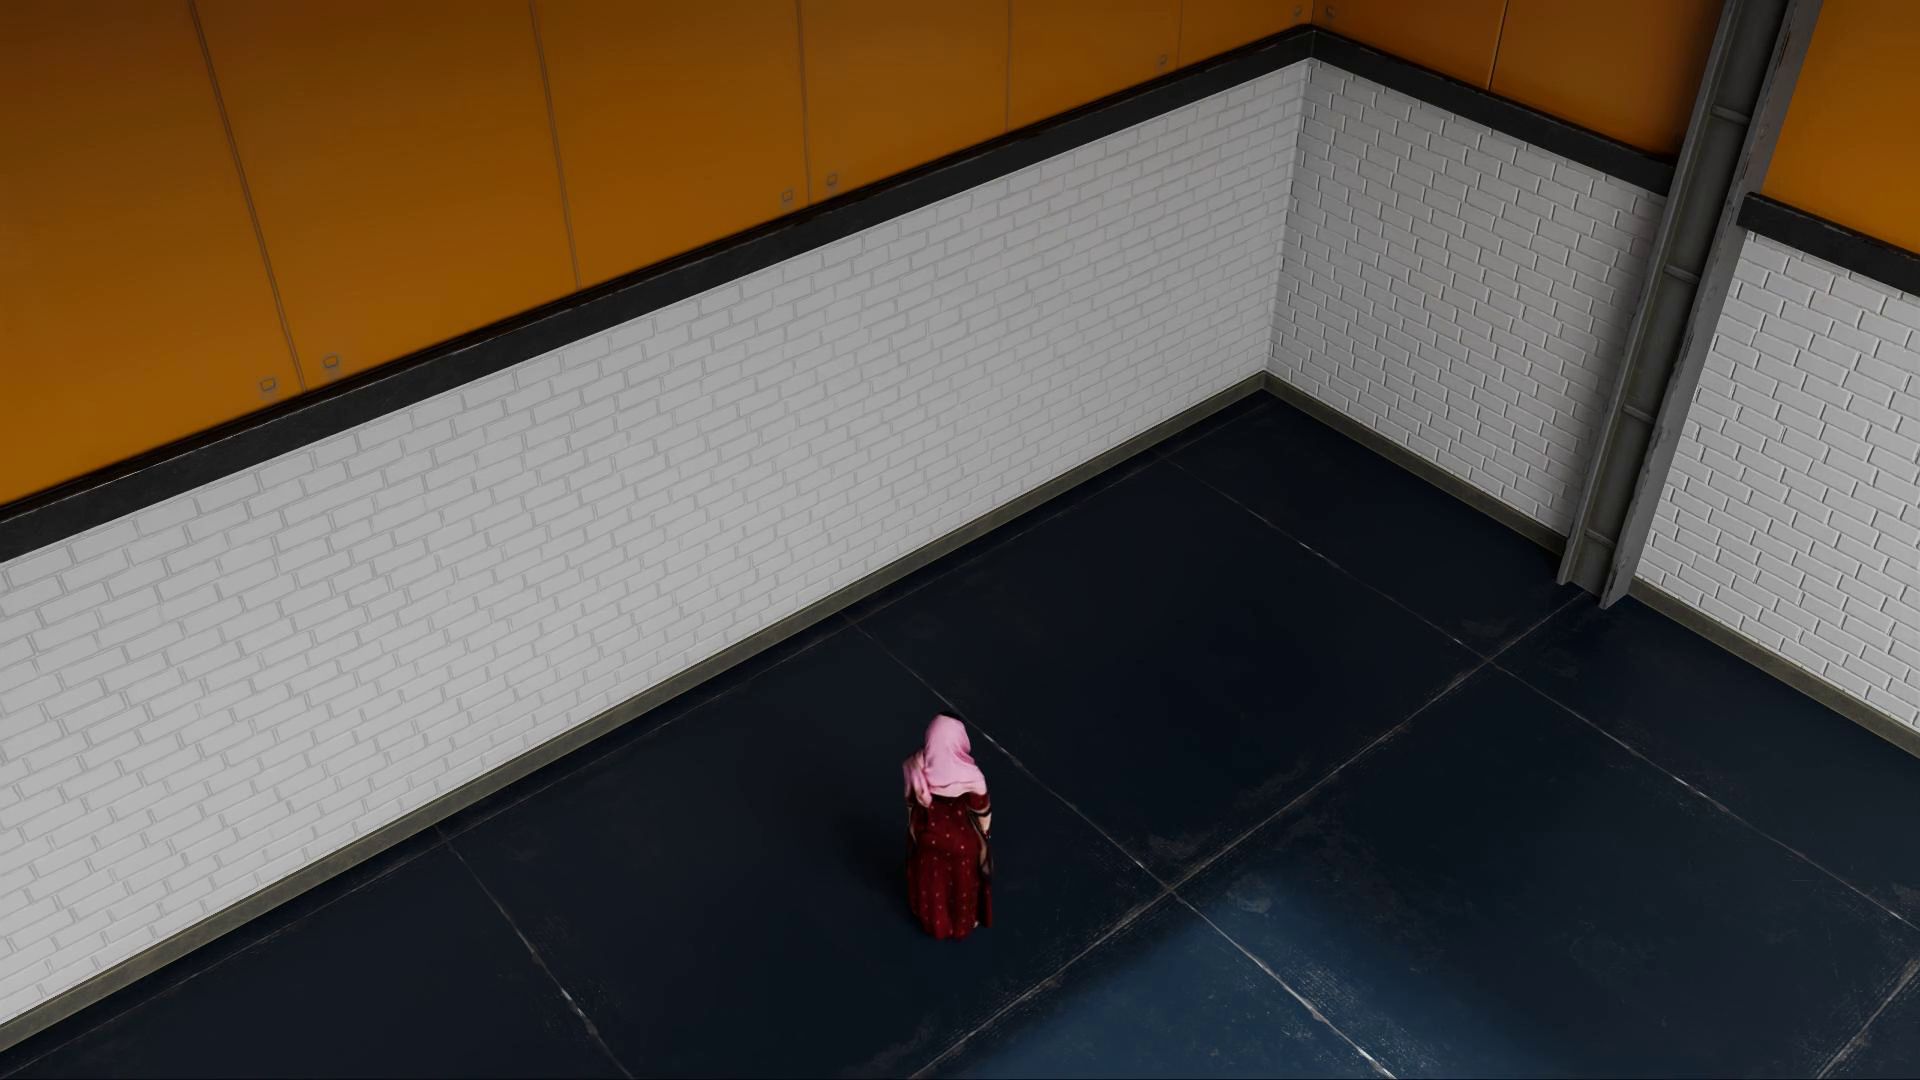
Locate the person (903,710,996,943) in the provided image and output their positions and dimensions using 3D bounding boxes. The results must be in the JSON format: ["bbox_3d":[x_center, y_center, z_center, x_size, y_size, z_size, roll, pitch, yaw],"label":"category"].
[{"bbox_3d":[-0.063,1.524,8.779,0.706,1.638,0.818,13,40,16],"label":"person"}]
